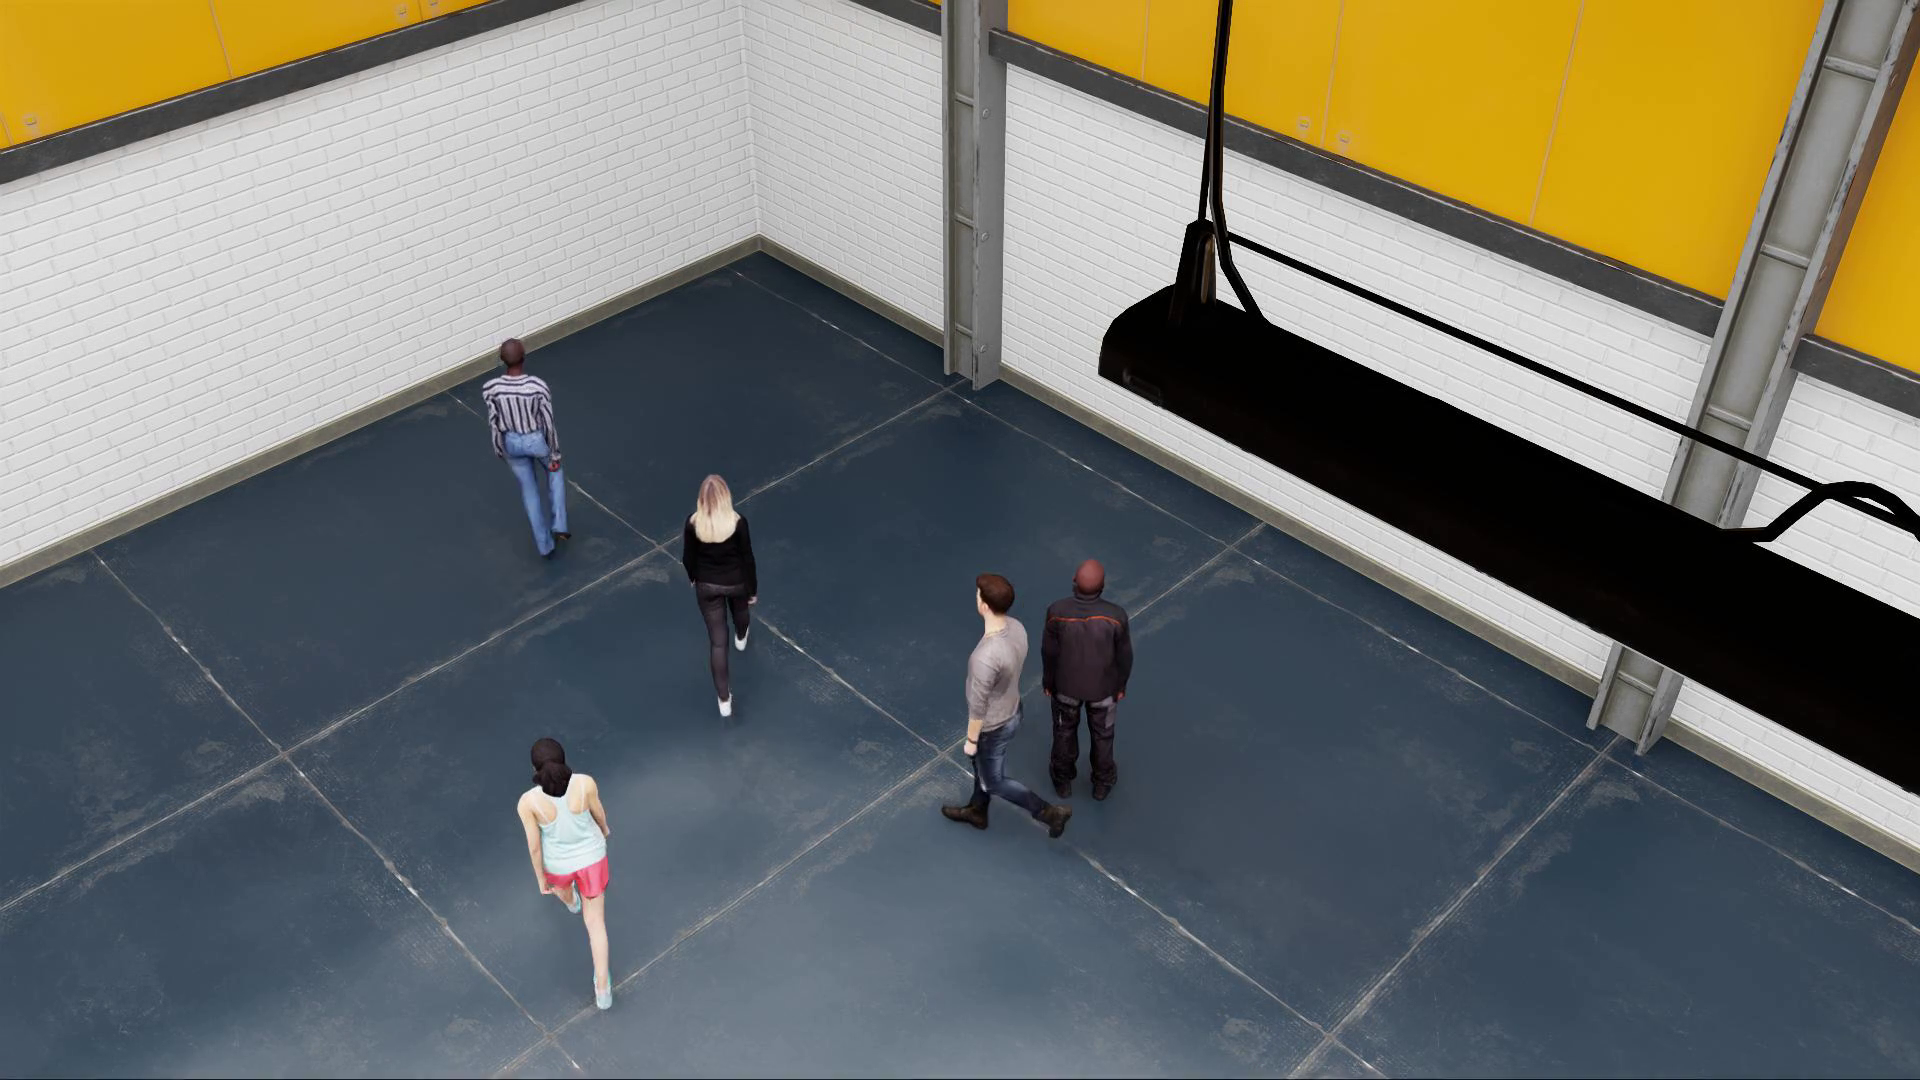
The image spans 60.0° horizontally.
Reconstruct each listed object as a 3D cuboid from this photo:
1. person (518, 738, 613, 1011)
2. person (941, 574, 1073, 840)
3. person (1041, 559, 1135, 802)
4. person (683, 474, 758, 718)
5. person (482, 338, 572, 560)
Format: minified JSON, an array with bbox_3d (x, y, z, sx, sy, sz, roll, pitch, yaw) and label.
[{"bbox_3d":[-2.020,1.777,8.819,0.960,1.712,1.238,-11,40,-14],"label":"person"},{"bbox_3d":[0.282,1.059,9.587,1.190,1.875,1.003,11,40,13],"label":"person"},{"bbox_3d":[0.744,0.841,9.900,0.757,1.826,0.849,5,39,6],"label":"person"},{"bbox_3d":[-1.529,0.378,10.634,1.127,1.632,1.229,-2,39,-2],"label":"person"},{"bbox_3d":[-3.039,-0.573,11.703,0.775,1.784,0.824,-6,39,-8],"label":"person"}]
